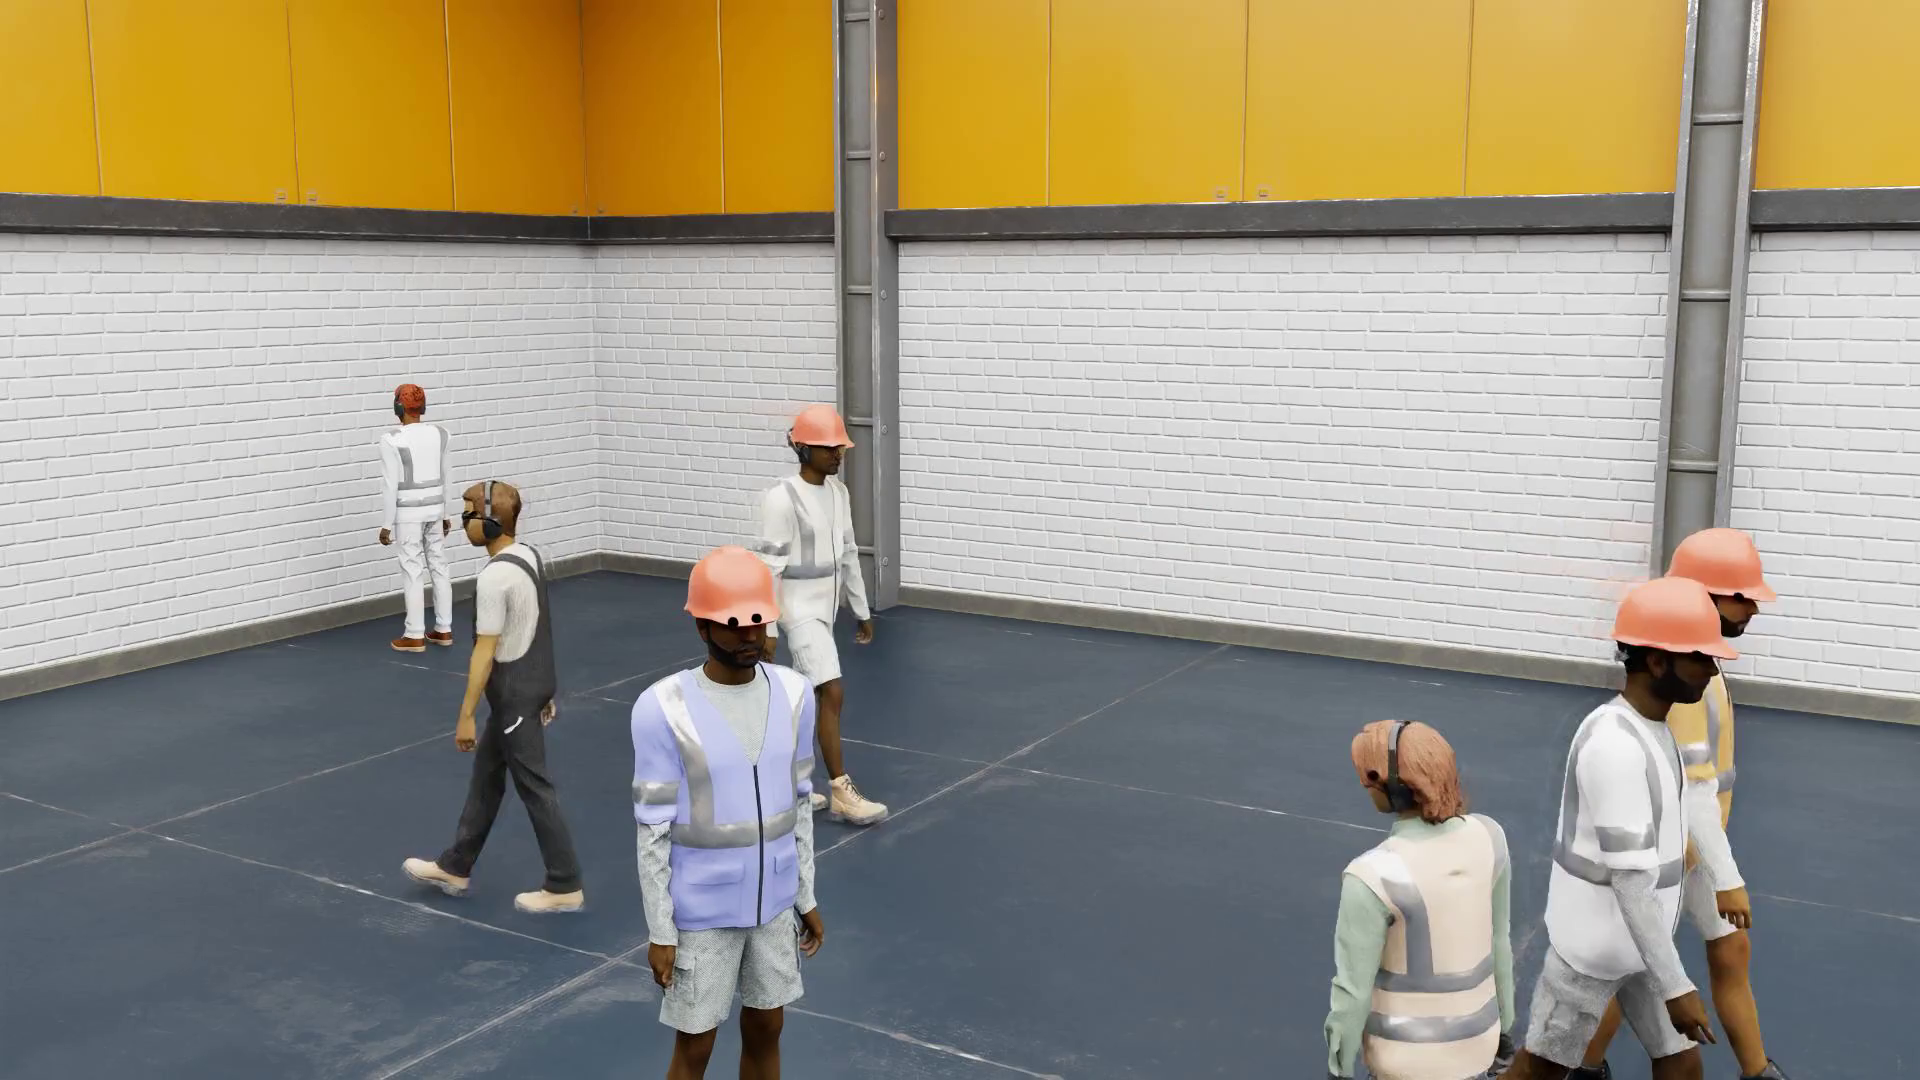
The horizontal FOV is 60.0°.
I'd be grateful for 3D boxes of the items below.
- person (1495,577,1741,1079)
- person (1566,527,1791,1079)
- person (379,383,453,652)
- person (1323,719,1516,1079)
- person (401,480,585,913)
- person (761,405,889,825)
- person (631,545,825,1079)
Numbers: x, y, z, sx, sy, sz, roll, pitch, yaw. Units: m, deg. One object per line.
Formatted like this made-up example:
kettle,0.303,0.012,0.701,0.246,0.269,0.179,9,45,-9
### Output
person,1.766,1.027,4.301,1.033,1.878,0.556,7,11,36
person,2.267,0.913,4.952,0.909,1.897,0.555,5,10,29
person,-3.818,-0.156,11.688,0.356,1.883,0.572,6,11,34
person,1.085,1.211,3.944,0.544,1.616,0.363,-6,11,-32
person,-1.973,0.656,6.854,0.880,1.805,0.524,0,9,0
person,-0.598,0.364,8.021,0.852,2.013,0.645,4,10,25
person,-0.601,0.971,4.483,0.544,1.939,0.354,-7,12,-38
